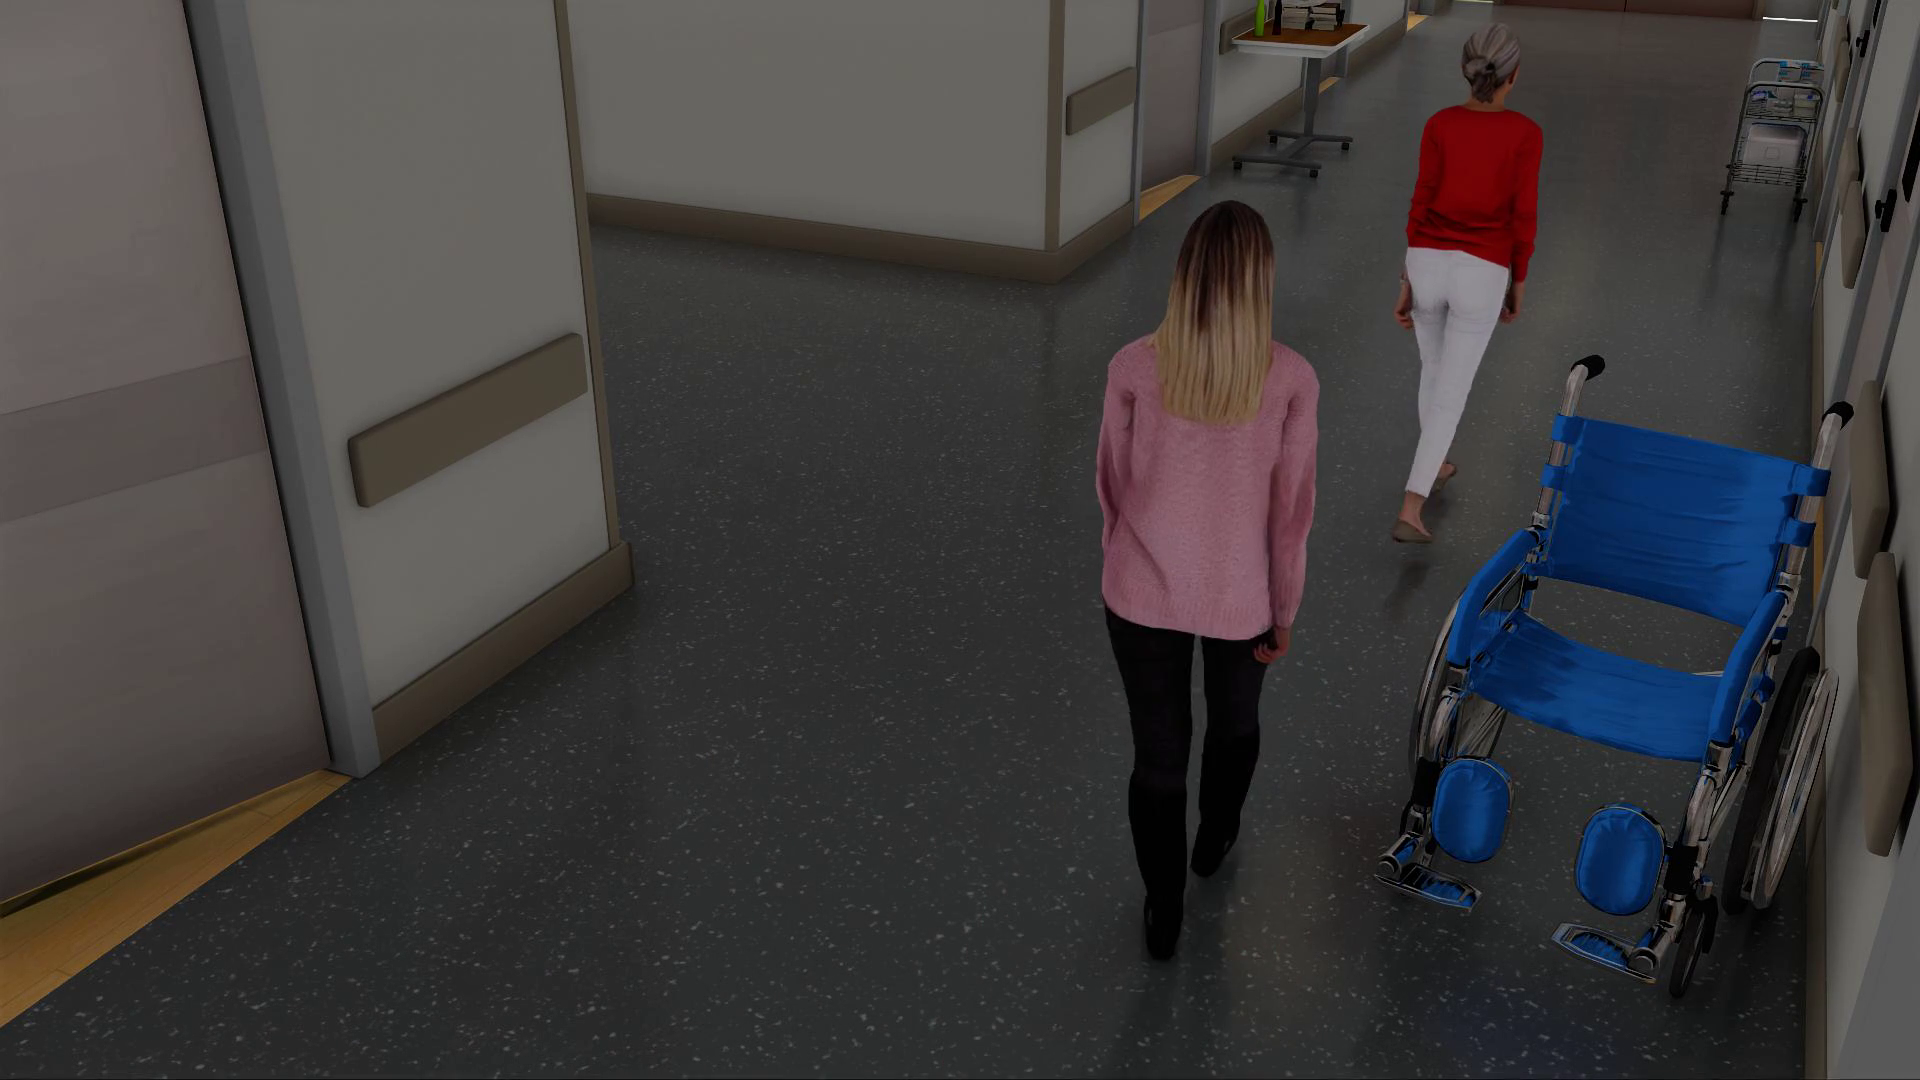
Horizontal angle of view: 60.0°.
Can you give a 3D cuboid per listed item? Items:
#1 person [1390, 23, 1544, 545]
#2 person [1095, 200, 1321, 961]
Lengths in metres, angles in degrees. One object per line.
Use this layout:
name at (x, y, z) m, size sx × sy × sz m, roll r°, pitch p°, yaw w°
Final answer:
person at (1.593, -0.775, 5.409) m, size 0.591 × 1.648 × 1.085 m, roll 14°, pitch 29°, yaw 26°
person at (0.478, 0.156, 3.449) m, size 0.719 × 1.674 × 0.849 m, roll 4°, pitch 26°, yaw 9°
